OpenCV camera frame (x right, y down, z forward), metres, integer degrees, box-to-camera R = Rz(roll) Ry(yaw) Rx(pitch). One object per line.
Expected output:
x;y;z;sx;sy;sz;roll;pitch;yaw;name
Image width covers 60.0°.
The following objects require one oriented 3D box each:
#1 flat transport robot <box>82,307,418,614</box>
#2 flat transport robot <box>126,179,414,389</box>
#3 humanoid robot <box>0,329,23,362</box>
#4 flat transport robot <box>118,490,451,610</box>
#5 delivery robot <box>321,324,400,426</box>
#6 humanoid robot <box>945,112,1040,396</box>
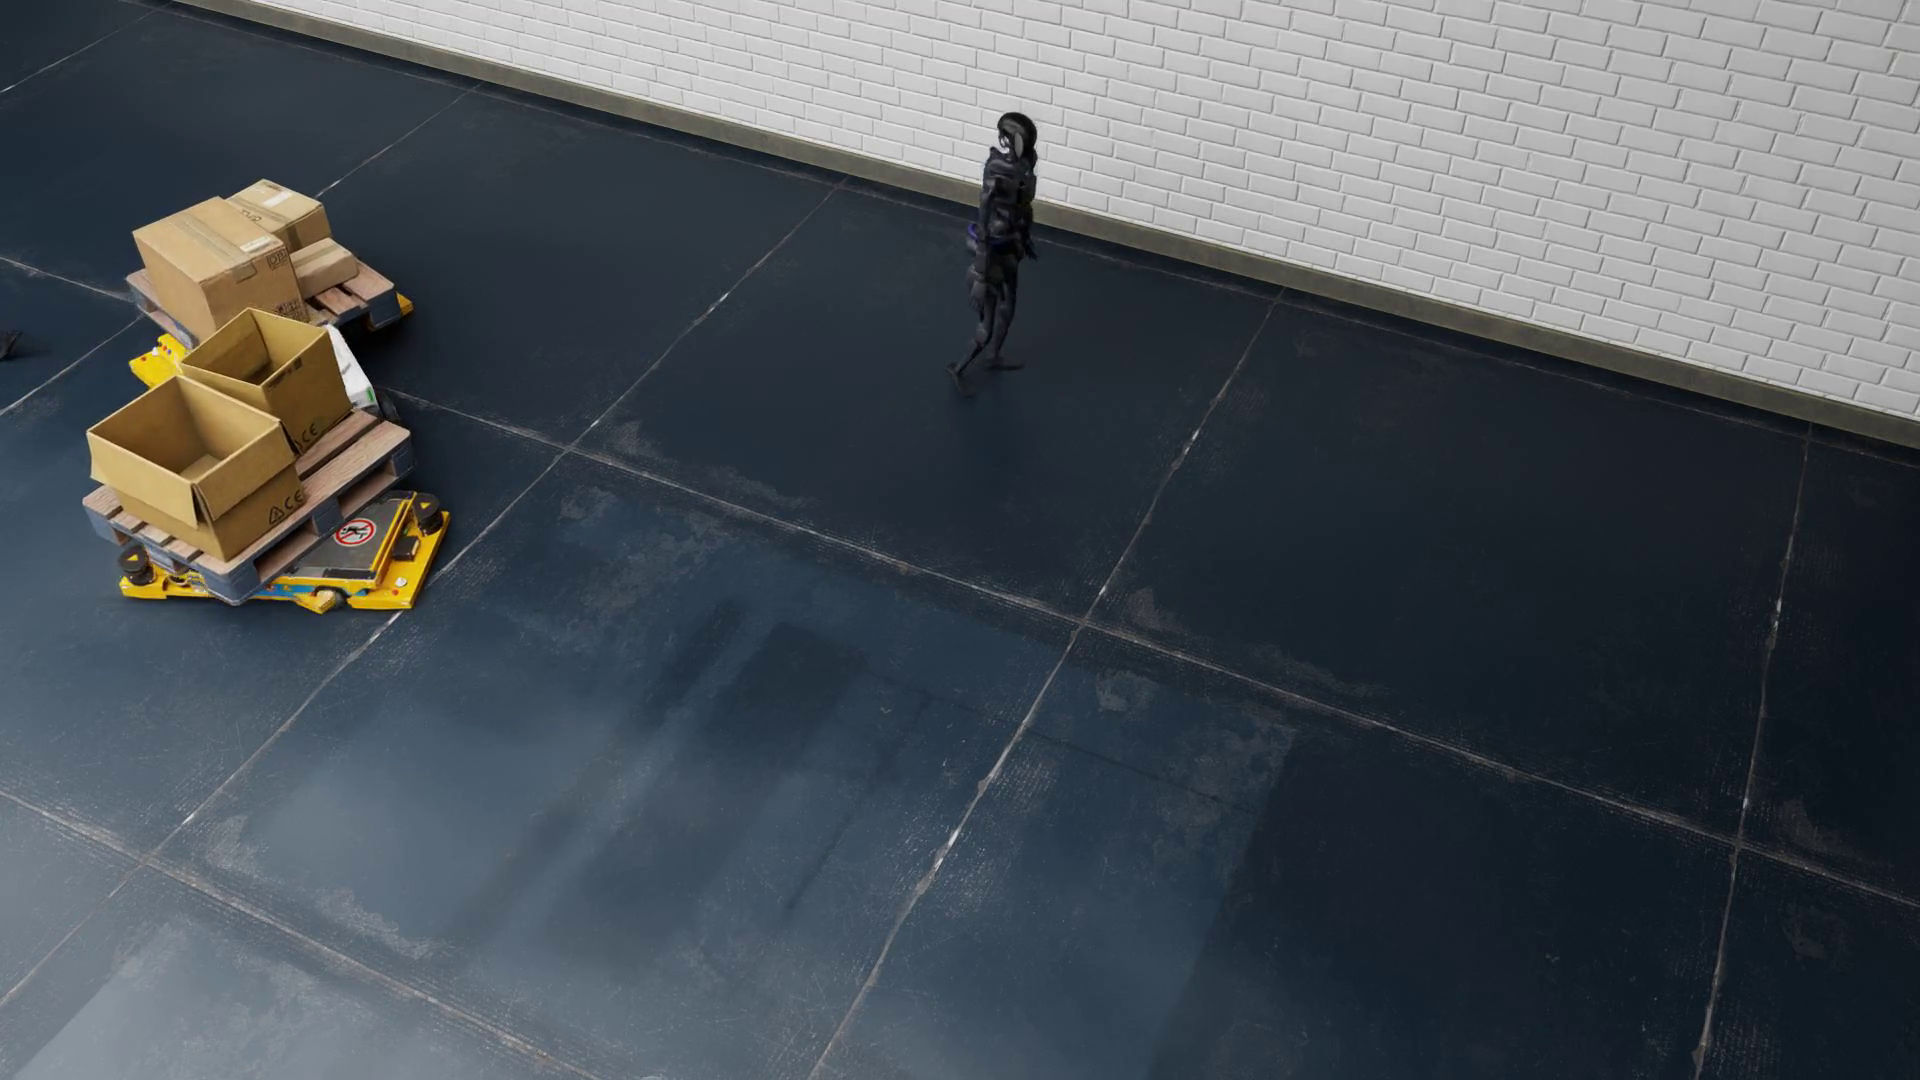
-3.508;-0.125;8.390;1.431;0.231;0.659;22;47;22;flat transport robot
-3.950;-1.207;9.558;0.659;0.231;1.431;32;52;30;flat transport robot
-5.684;-1.535;8.907;0.727;1.637;0.591;-9;44;-10;humanoid robot
-3.326;0.029;8.224;1.431;0.231;0.659;3;43;3;flat transport robot
-3.387;-0.836;8.926;0.499;0.566;0.739;-23;48;-23;delivery robot
0.183;-1.535;8.882;0.426;1.645;0.610;21;47;21;humanoid robot
